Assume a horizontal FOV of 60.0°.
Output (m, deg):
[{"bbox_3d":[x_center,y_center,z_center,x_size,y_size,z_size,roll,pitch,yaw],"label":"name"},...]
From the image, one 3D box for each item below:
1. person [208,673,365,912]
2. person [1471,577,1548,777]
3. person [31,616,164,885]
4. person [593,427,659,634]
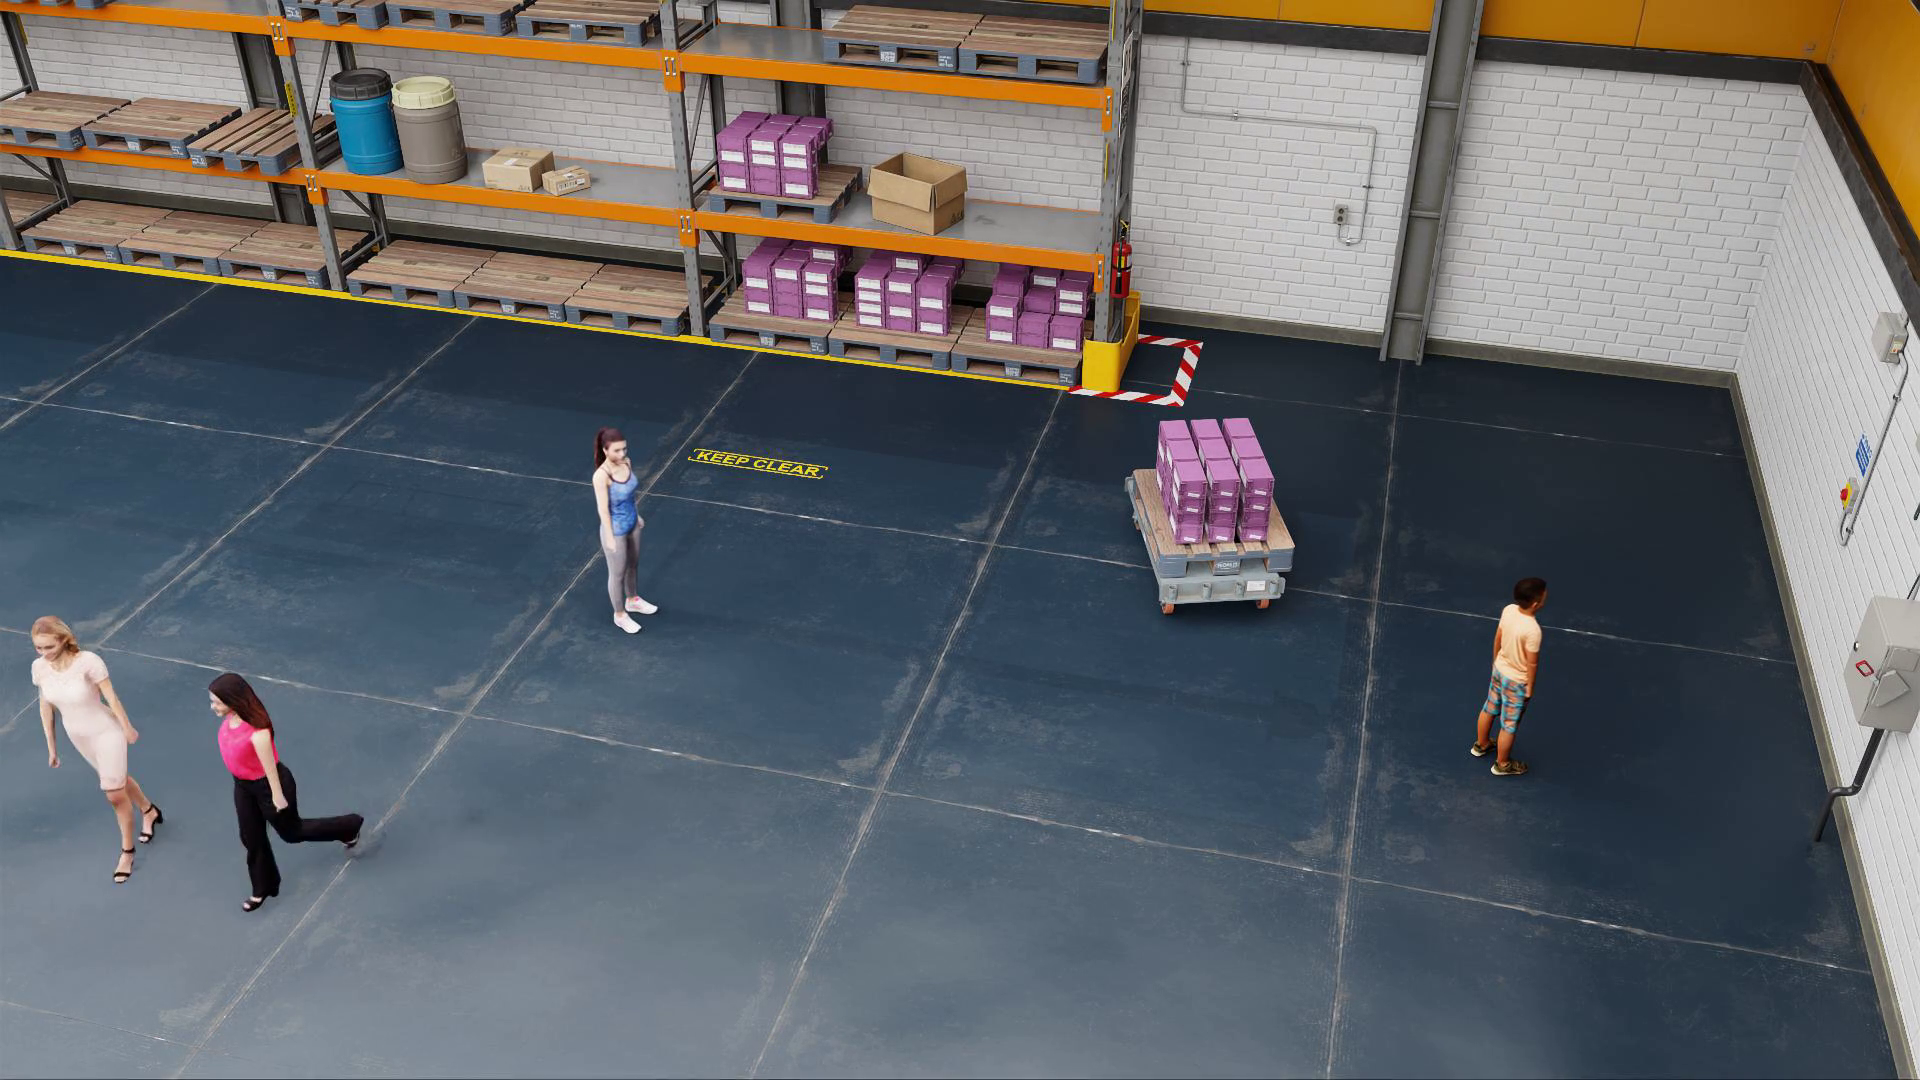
[{"bbox_3d":[-3.992,1.412,9.717,1.045,1.635,0.908,24,41,32],"label":"person"},{"bbox_3d":[3.556,0.860,10.705,0.644,1.461,0.608,-12,35,-17],"label":"person"},{"bbox_3d":[-5.142,1.125,9.995,0.814,1.806,0.719,3,34,5],"label":"person"},{"bbox_3d":[-2.450,-0.091,12.002,0.570,1.609,0.588,13,36,19],"label":"person"}]
